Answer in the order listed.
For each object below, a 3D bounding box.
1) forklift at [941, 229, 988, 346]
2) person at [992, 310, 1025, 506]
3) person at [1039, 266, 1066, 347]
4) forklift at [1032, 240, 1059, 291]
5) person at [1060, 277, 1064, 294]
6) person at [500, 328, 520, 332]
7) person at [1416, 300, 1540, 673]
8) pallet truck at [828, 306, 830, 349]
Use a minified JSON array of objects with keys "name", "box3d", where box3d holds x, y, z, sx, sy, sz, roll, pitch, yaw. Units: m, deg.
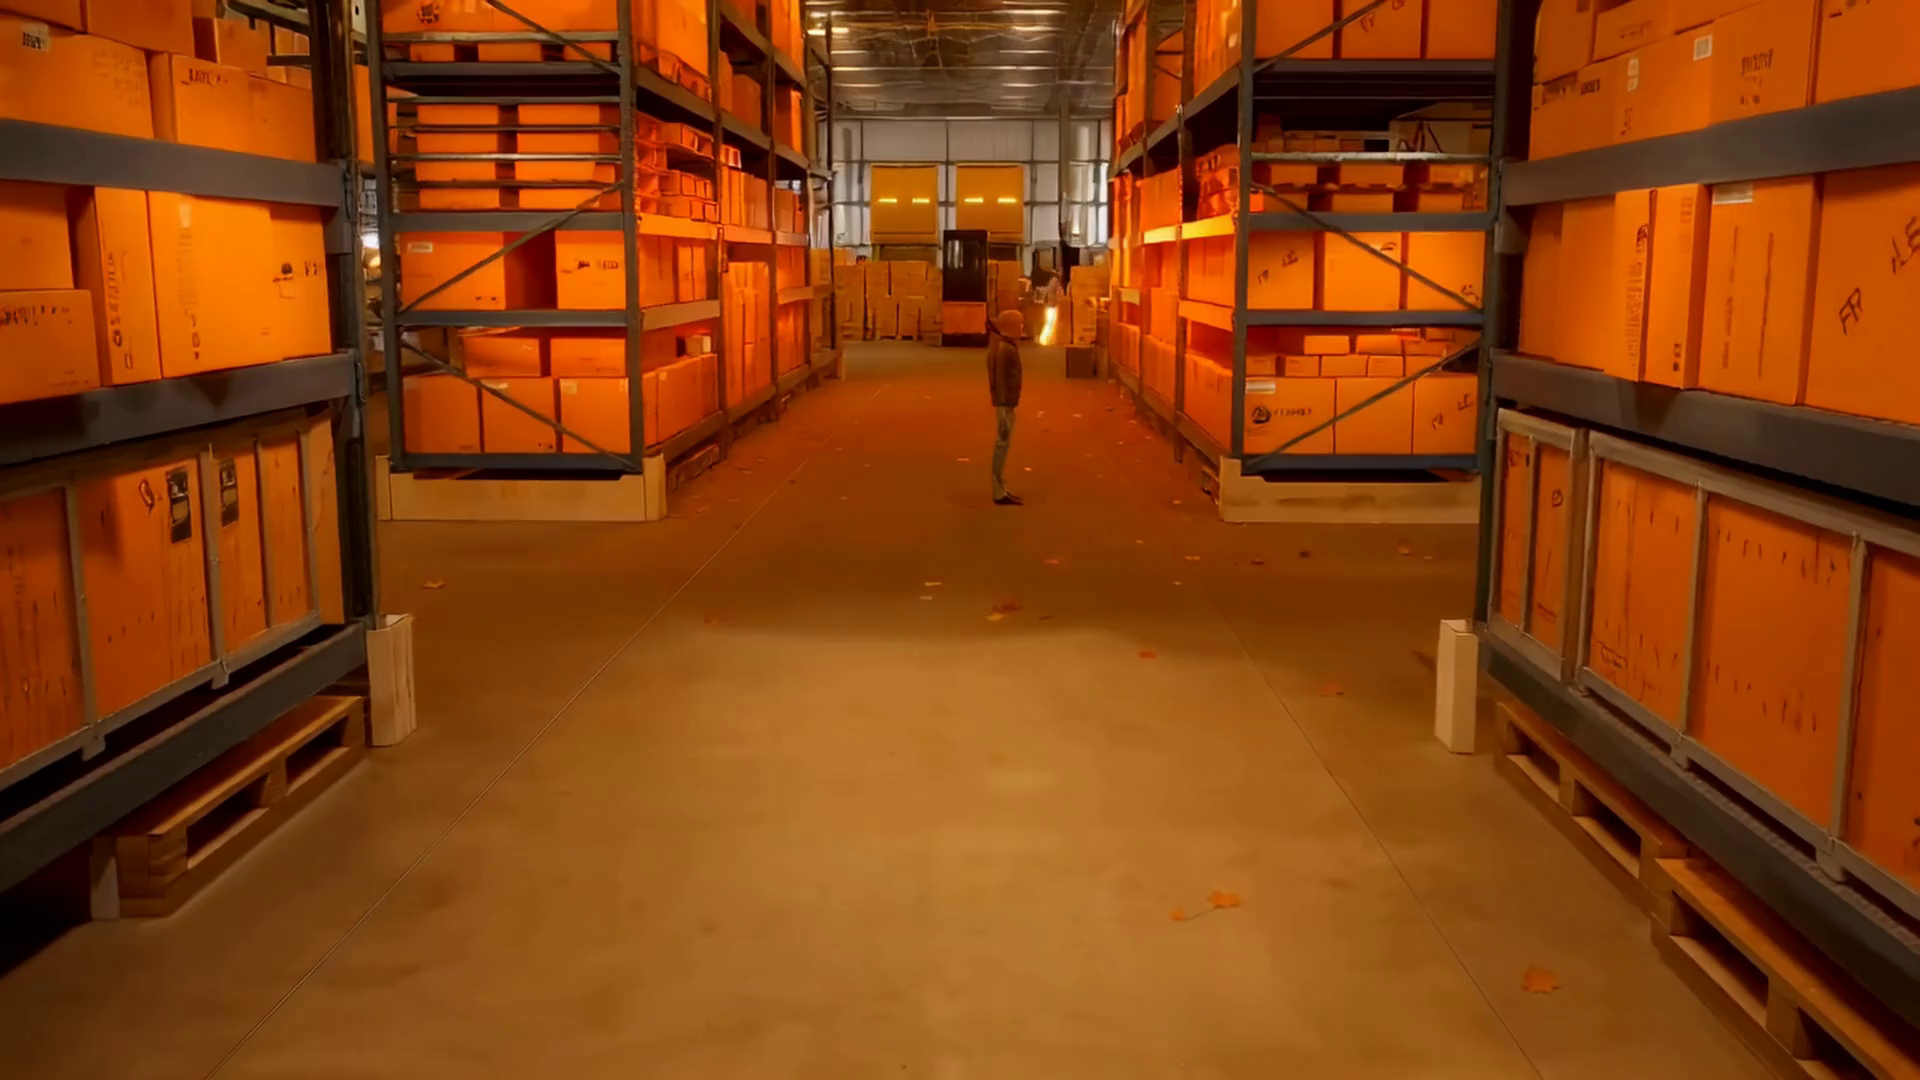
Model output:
[{"name":"forklift","box3d":[0.124,-6.118,40.208,1.129,2.768,1.873,0,9,1]},{"name":"person","box3d":[0.404,-1.102,13.892,0.268,1.632,0.507,0,9,1]},{"name":"person","box3d":[2.208,-5.592,39.942,0.734,1.945,0.624,3,10,19]},{"name":"forklift","box3d":[3.172,-9.648,61.356,1.129,2.768,1.873,0,9,1]},{"name":"person","box3d":[4.171,-10.440,69.862,0.742,1.614,0.513,-2,10,-10]},{"name":"person","box3d":[-9.101,-4.502,33.308,0.708,1.945,0.613,4,10,23]},{"name":"person","box3d":[2.631,-0.249,7.688,1.006,1.996,0.638,1,10,6]},{"name":"pallet truck","box3d":[-3.100,-3.940,29.800,1.885,1.965,0.823,3,10,19]}]
